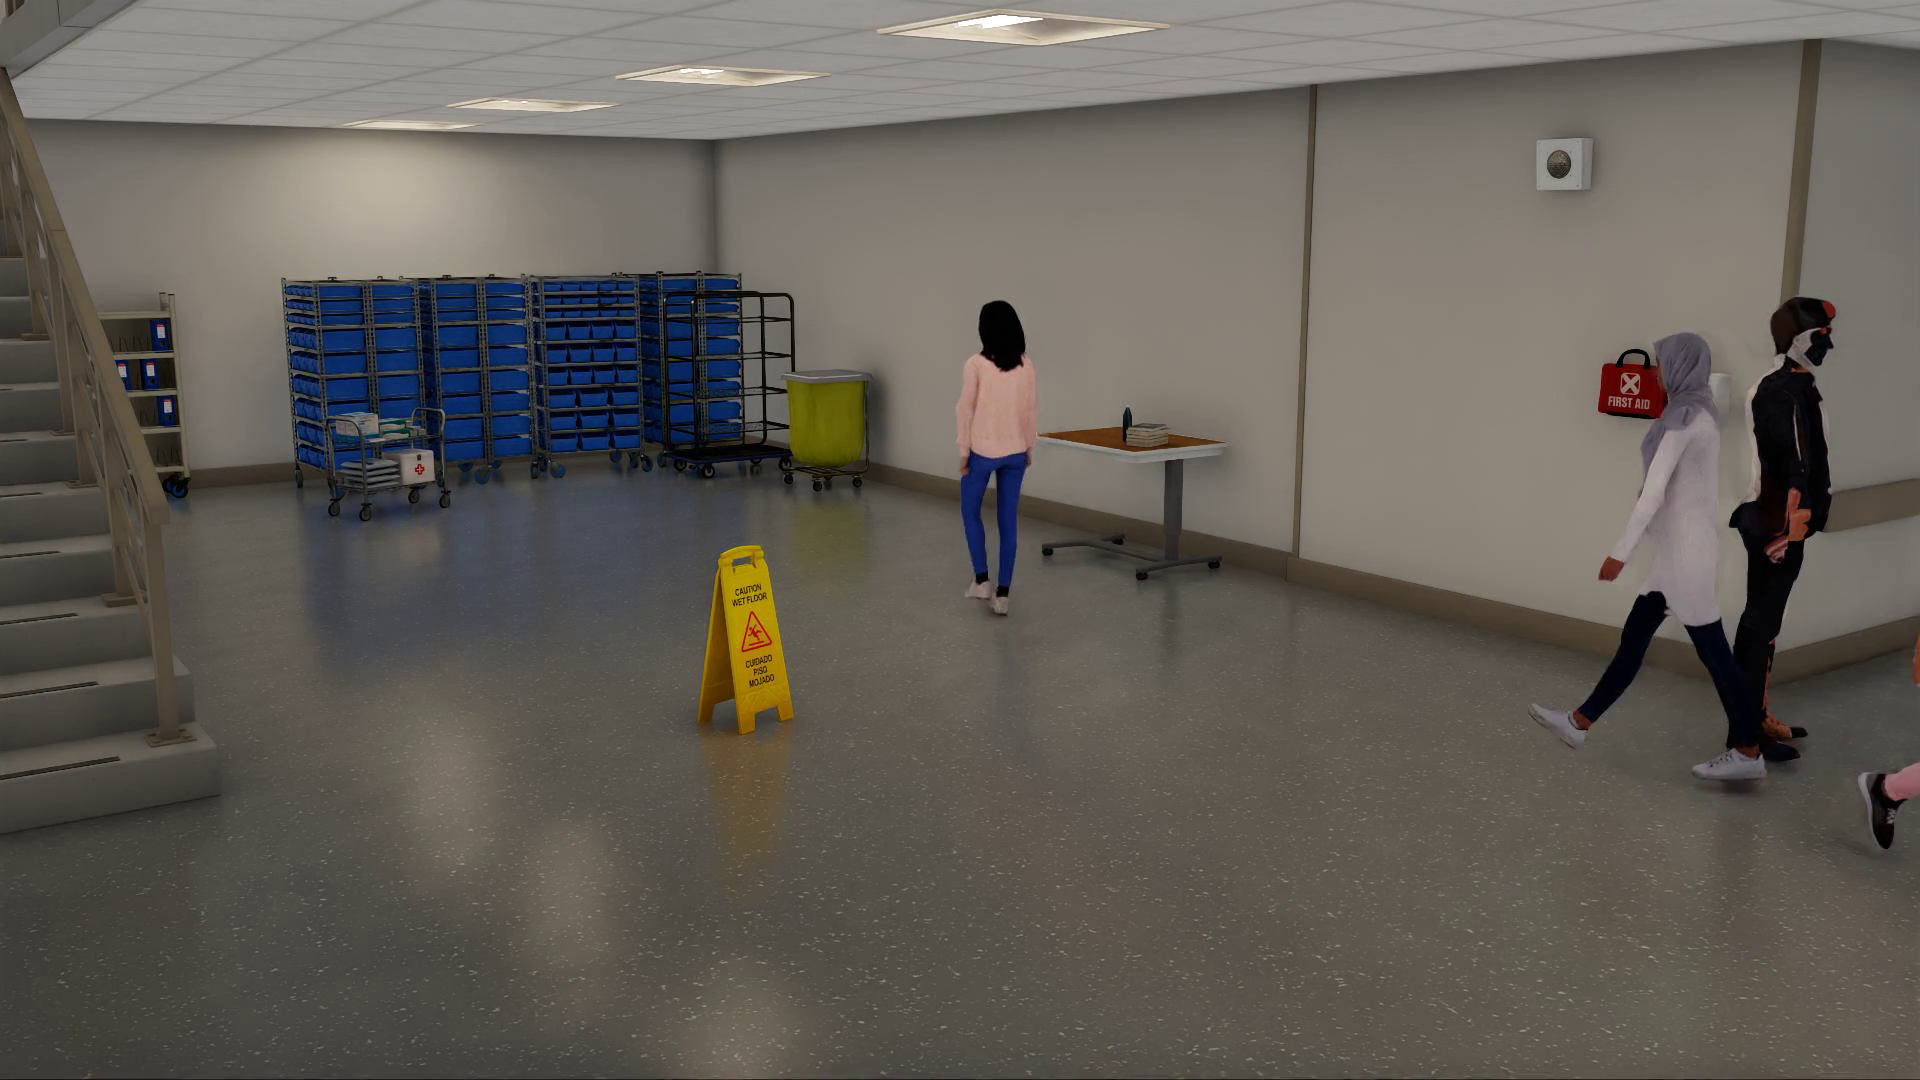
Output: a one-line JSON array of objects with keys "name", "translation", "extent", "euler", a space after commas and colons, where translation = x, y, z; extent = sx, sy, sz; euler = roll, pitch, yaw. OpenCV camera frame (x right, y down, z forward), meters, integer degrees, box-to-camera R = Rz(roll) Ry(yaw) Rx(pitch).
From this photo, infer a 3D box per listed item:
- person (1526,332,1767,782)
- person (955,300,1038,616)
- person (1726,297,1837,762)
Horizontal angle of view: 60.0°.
[{"name": "person", "translation": [2.904, 0.114, 6.450], "extent": [1.242, 1.723, 1.009], "euler": [5, 12, 24]}, {"name": "person", "translation": [0.233, -0.446, 9.308], "extent": [0.763, 1.757, 0.760], "euler": [-3, 11, -16]}, {"name": "person", "translation": [3.403, -0.062, 6.923], "extent": [0.726, 1.892, 0.756], "euler": [7, 13, 32]}]
